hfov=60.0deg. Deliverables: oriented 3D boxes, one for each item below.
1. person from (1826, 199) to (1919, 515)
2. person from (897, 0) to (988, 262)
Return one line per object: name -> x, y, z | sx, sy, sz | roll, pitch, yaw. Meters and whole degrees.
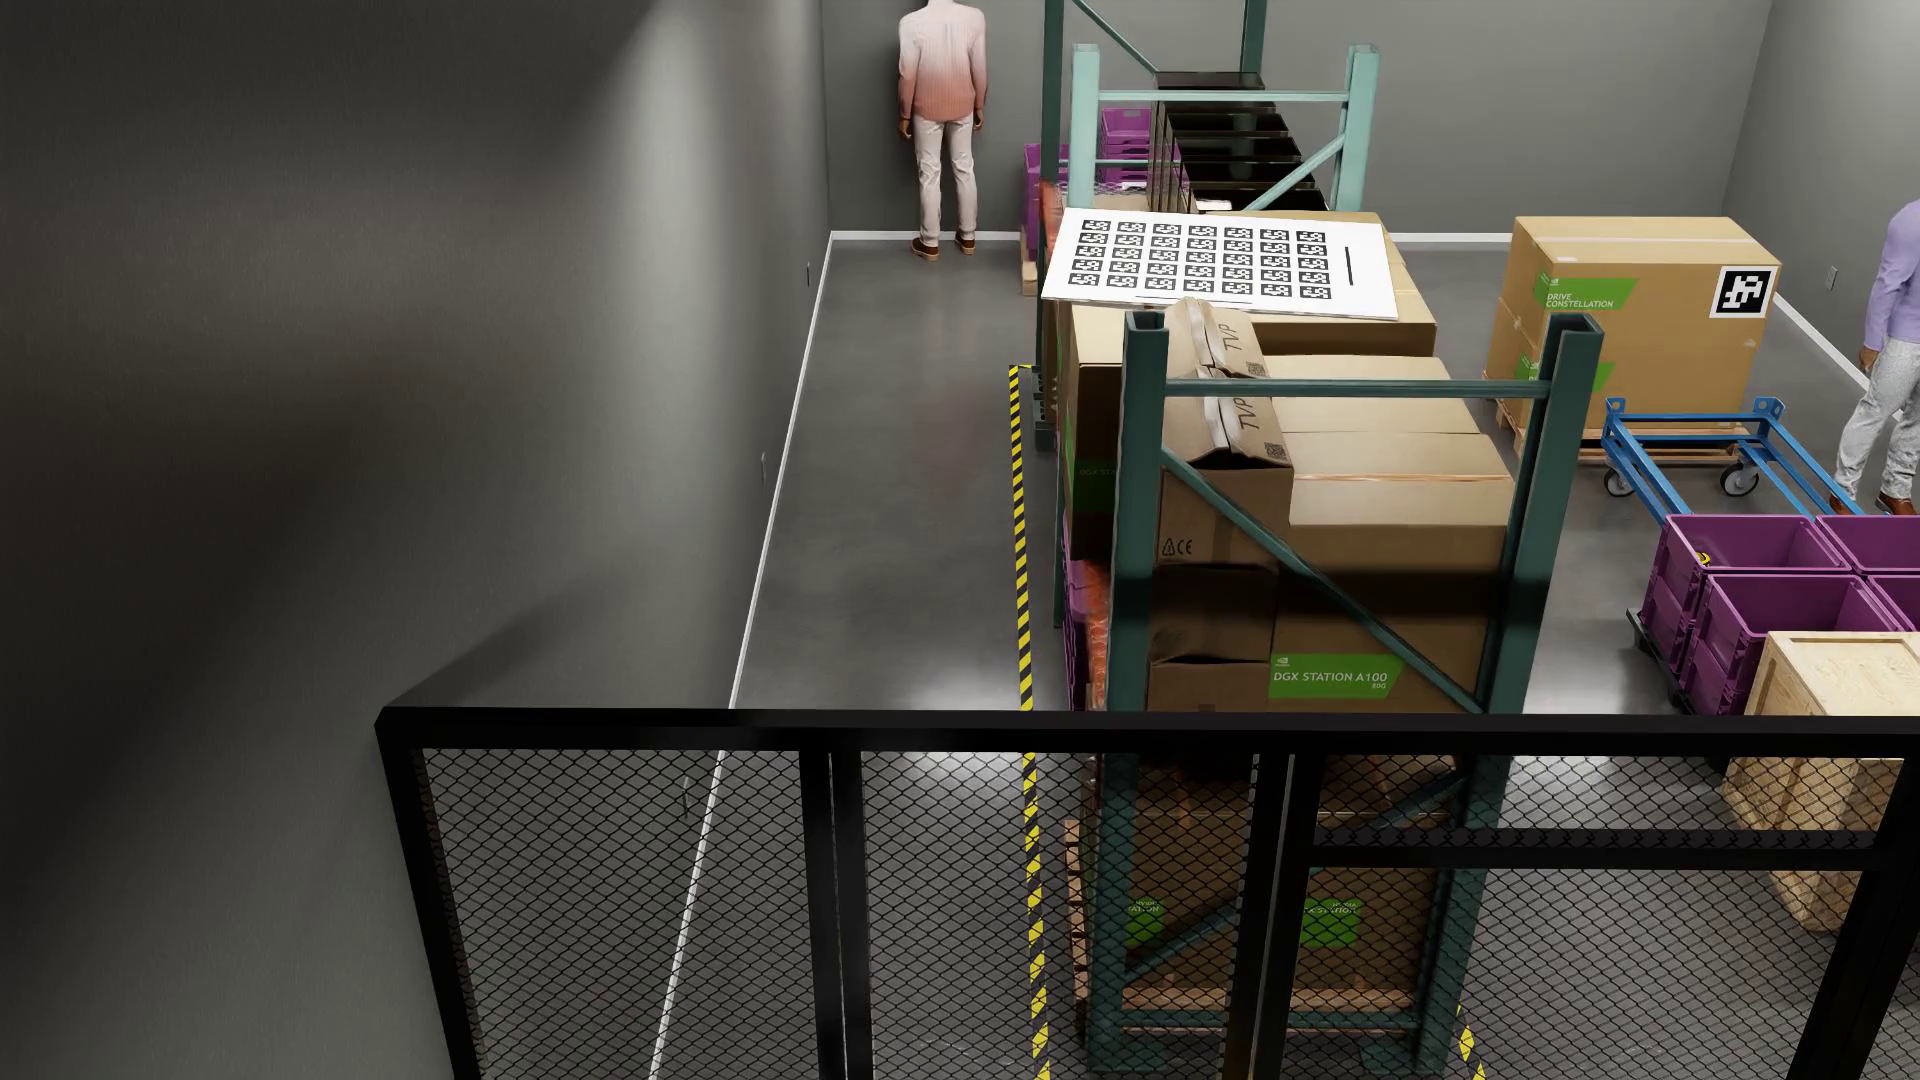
person -> 4.527, -0.941, 7.777 | 0.636, 1.938, 0.358 | -1, 31, -2
person -> -0.124, -2.825, 10.854 | 0.619, 1.992, 0.396 | -12, 33, -19
